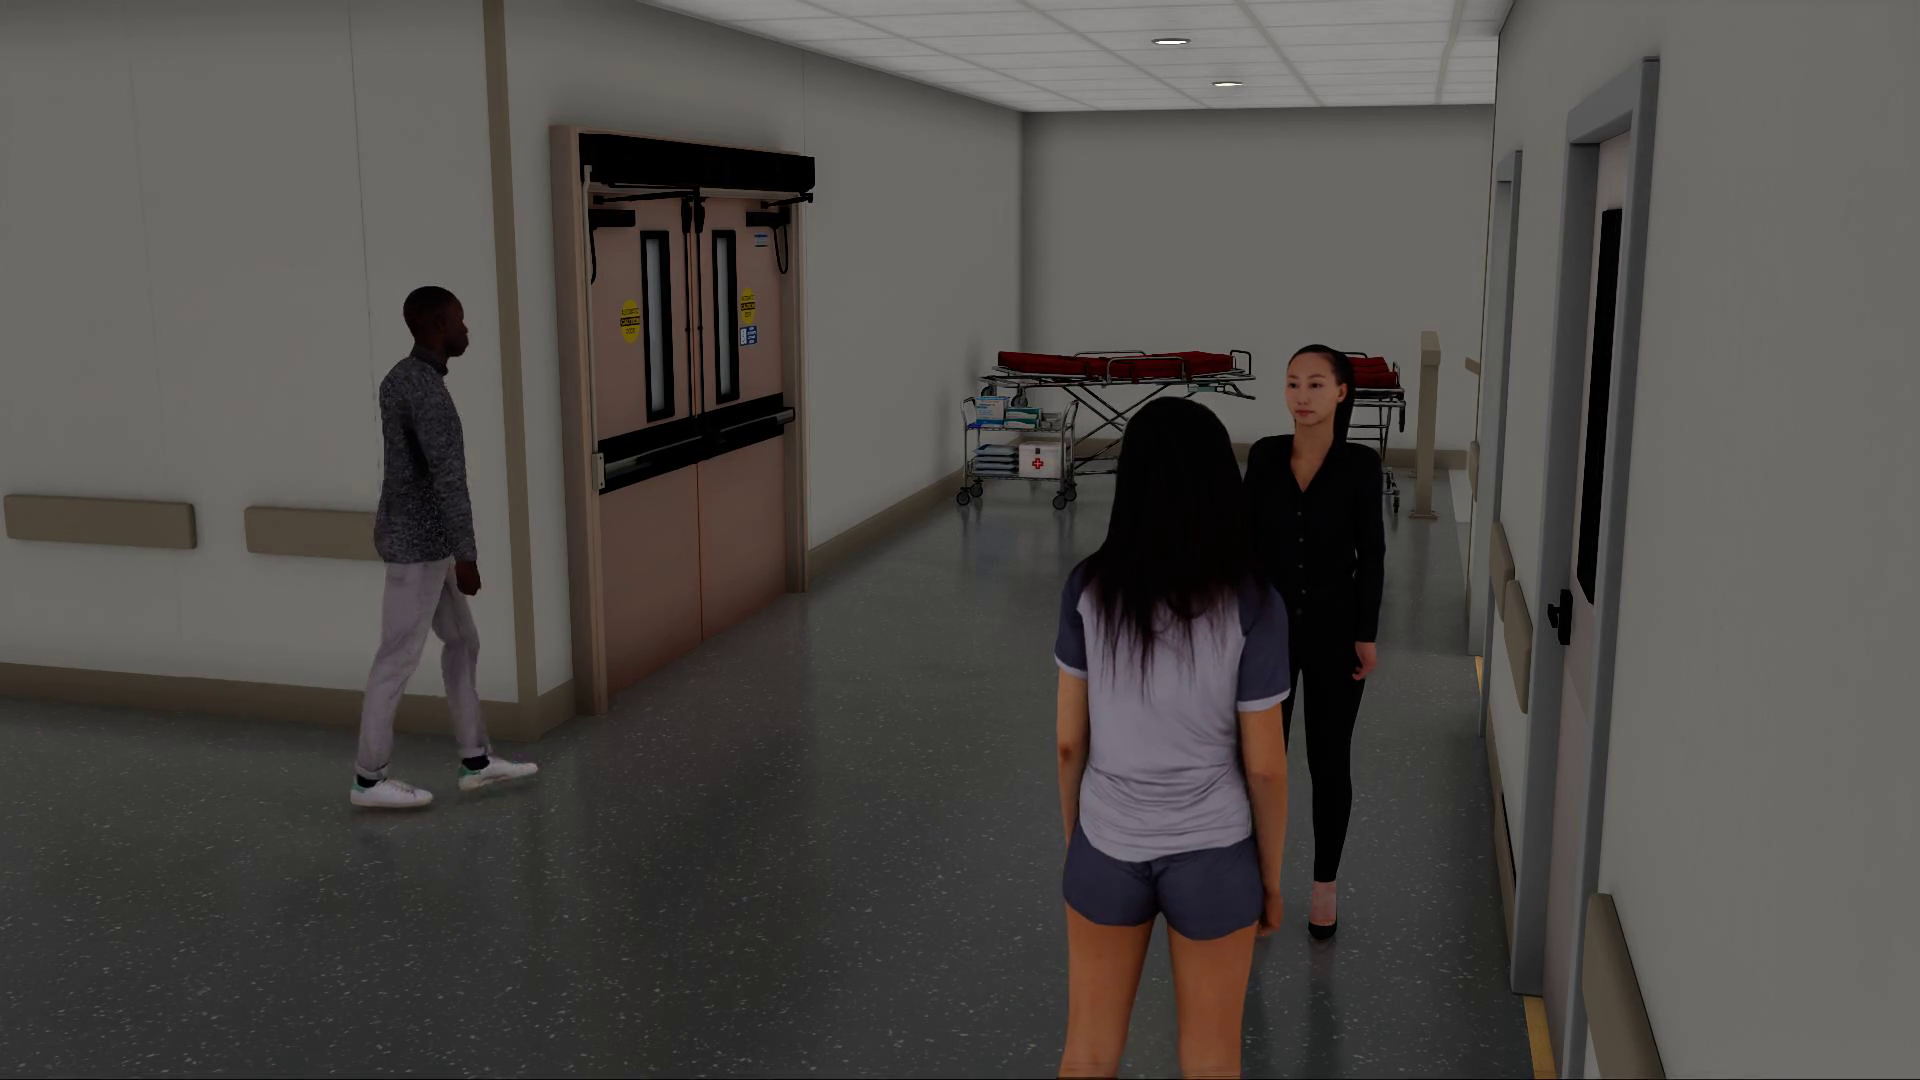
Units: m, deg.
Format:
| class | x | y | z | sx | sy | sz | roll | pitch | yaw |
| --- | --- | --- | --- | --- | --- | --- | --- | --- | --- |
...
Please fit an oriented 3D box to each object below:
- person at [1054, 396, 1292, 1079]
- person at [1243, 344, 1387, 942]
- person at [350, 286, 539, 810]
| class | x | y | z | sx | sy | sz | roll | pitch | yaw |
| --- | --- | --- | --- | --- | --- | --- | --- | --- | --- |
| person | 0.378 | 0.596 | 3.085 | 0.582 | 1.731 | 0.497 | 3 | 11 | 17 |
| person | 0.971 | 0.296 | 4.721 | 0.600 | 1.712 | 0.525 | 4 | 12 | 22 |
| person | -1.977 | 0.047 | 5.795 | 1.120 | 1.801 | 1.060 | -4 | 11 | -19 |
